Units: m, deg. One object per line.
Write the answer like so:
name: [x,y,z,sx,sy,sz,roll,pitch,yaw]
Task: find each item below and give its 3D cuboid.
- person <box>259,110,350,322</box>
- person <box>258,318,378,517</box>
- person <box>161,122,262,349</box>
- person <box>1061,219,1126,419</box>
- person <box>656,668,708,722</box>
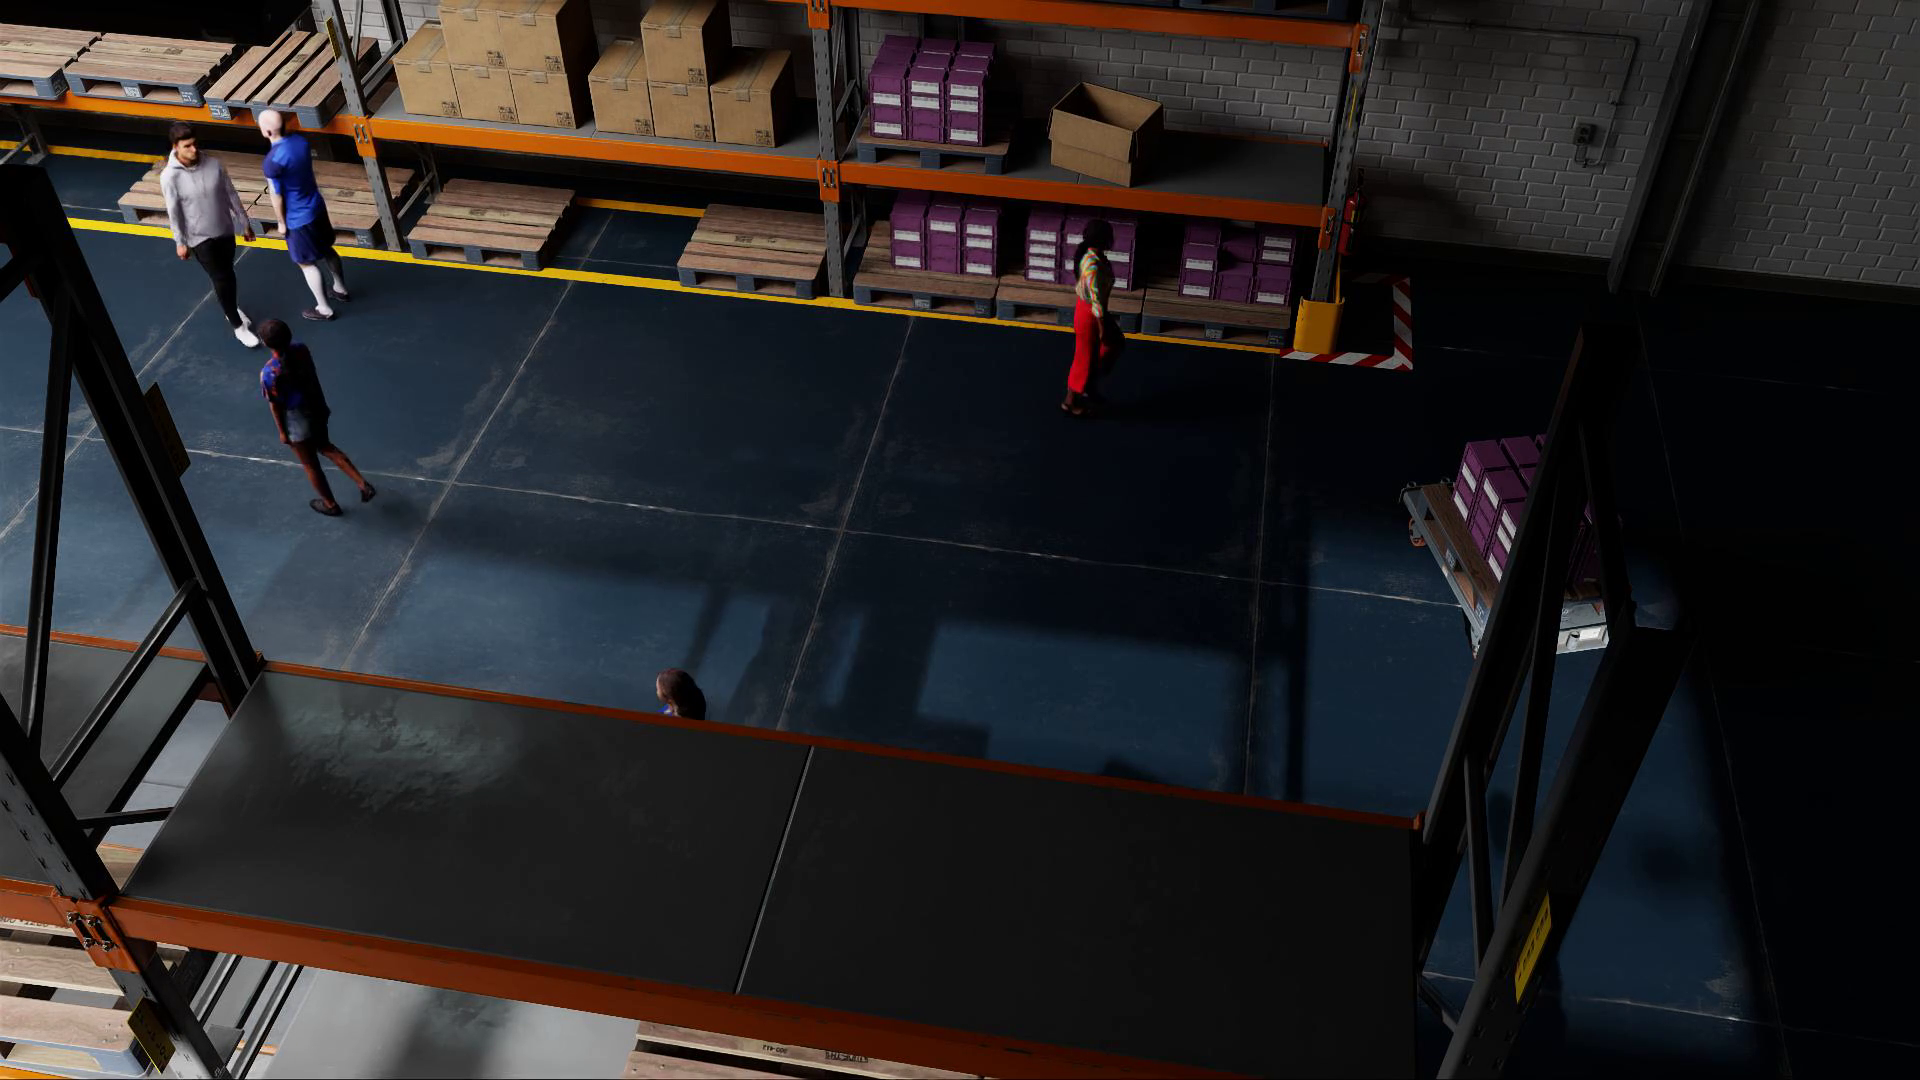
person: [-5.310,-2.642,13.442,0.575,1.839,0.673,9,44,9]
person: [-4.501,-0.810,11.596,0.876,1.734,0.700,16,46,16]
person: [-6.028,-2.481,13.227,1.038,1.903,0.960,30,51,27]
person: [0.882,-1.618,12.409,0.767,1.780,0.668,-3,44,-3]
person: [-1.437,1.362,9.351,0.672,1.685,0.676,12,45,12]
